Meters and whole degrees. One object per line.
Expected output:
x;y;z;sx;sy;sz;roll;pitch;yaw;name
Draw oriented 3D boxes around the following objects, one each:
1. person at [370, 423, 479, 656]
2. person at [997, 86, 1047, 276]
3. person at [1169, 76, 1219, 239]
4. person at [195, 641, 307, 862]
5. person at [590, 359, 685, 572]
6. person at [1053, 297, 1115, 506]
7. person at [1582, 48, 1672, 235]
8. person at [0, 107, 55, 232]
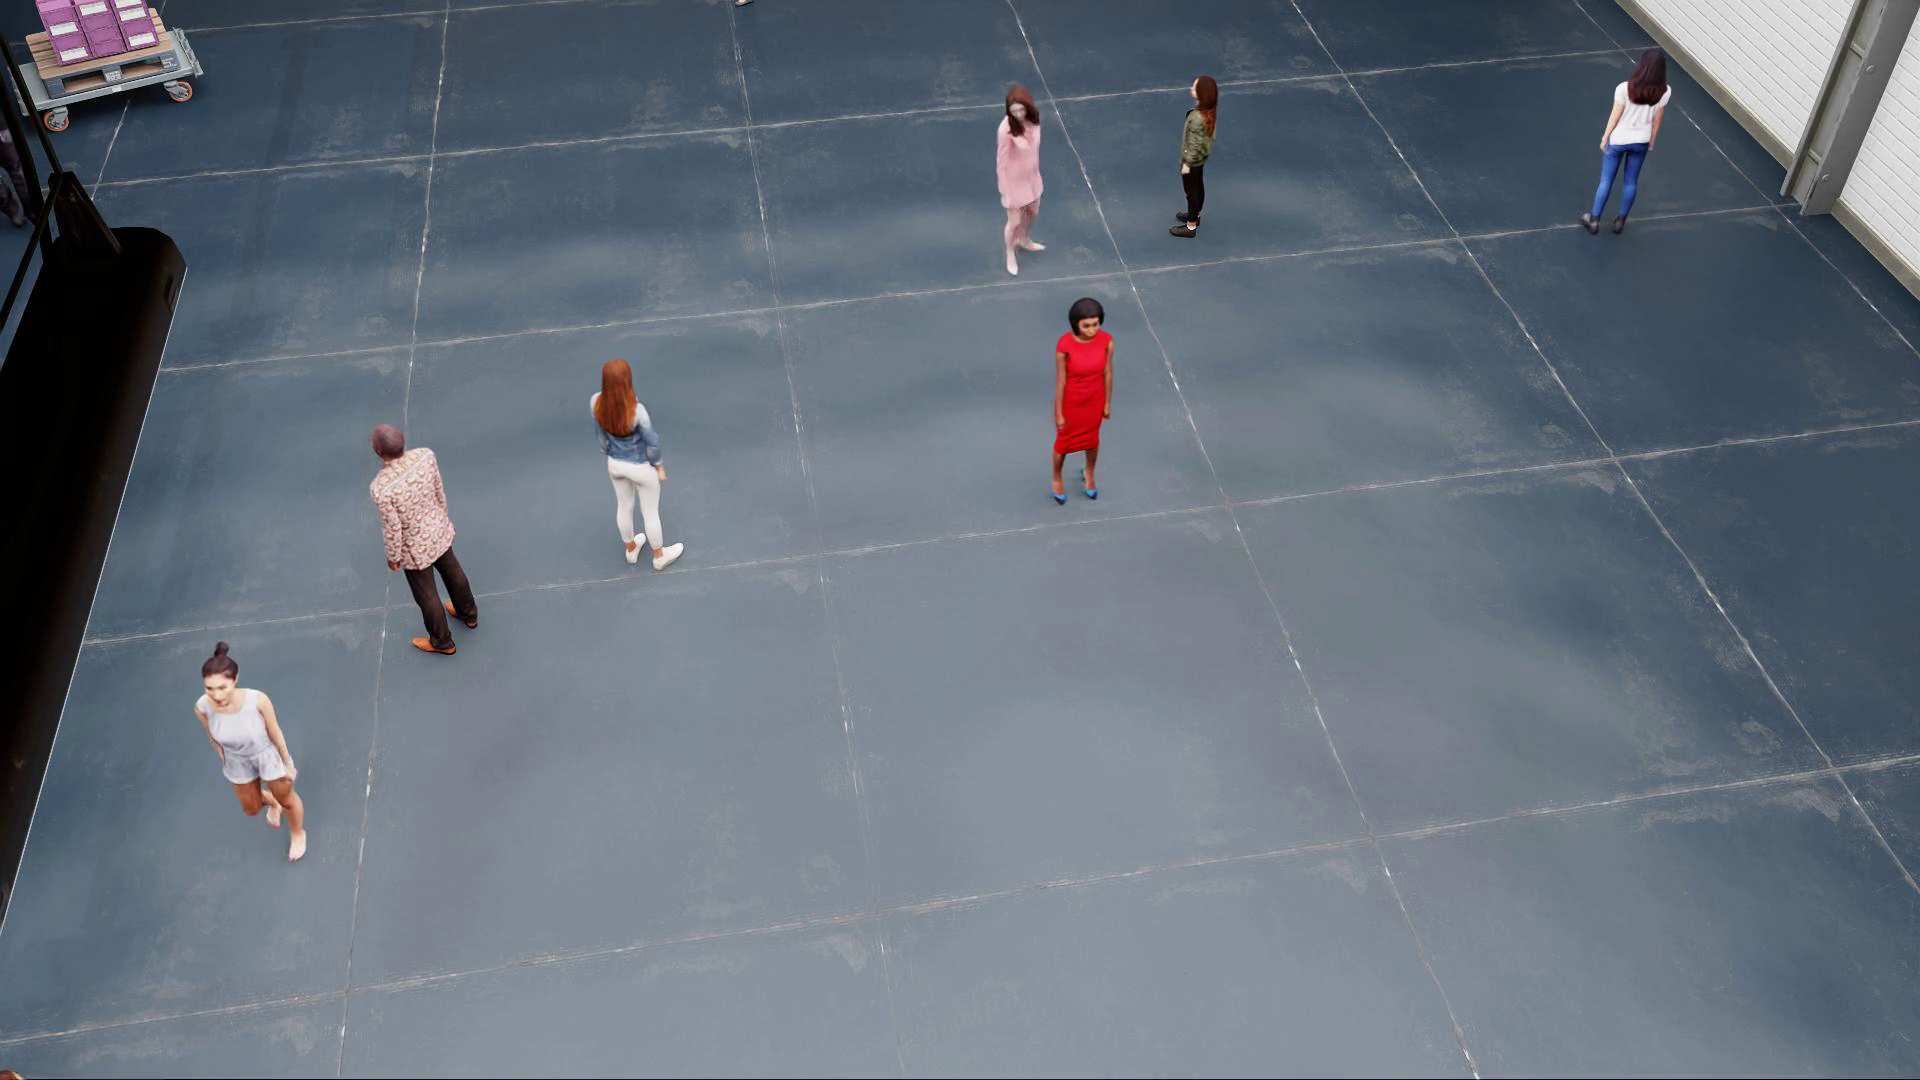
-3.408;-0.015;10.520;0.841;1.808;0.743;19;47;19;person
0.482;-2.978;13.661;0.874;1.767;0.886;26;50;25;person
2.014;-3.284;14.193;0.718;1.476;0.611;15;46;15;person
-3.973;1.169;9.429;0.551;1.599;0.617;-6;44;-6;person
-2.194;-0.491;11.096;0.688;1.703;0.690;15;46;15;person
0.836;-0.958;11.561;0.573;1.738;0.541;-10;45;-11;person
5.672;-3.362;14.124;0.655;1.684;0.608;3;44;3;person
-8.348;-3.497;14.164;0.934;1.824;0.992;-30;51;-27;person
